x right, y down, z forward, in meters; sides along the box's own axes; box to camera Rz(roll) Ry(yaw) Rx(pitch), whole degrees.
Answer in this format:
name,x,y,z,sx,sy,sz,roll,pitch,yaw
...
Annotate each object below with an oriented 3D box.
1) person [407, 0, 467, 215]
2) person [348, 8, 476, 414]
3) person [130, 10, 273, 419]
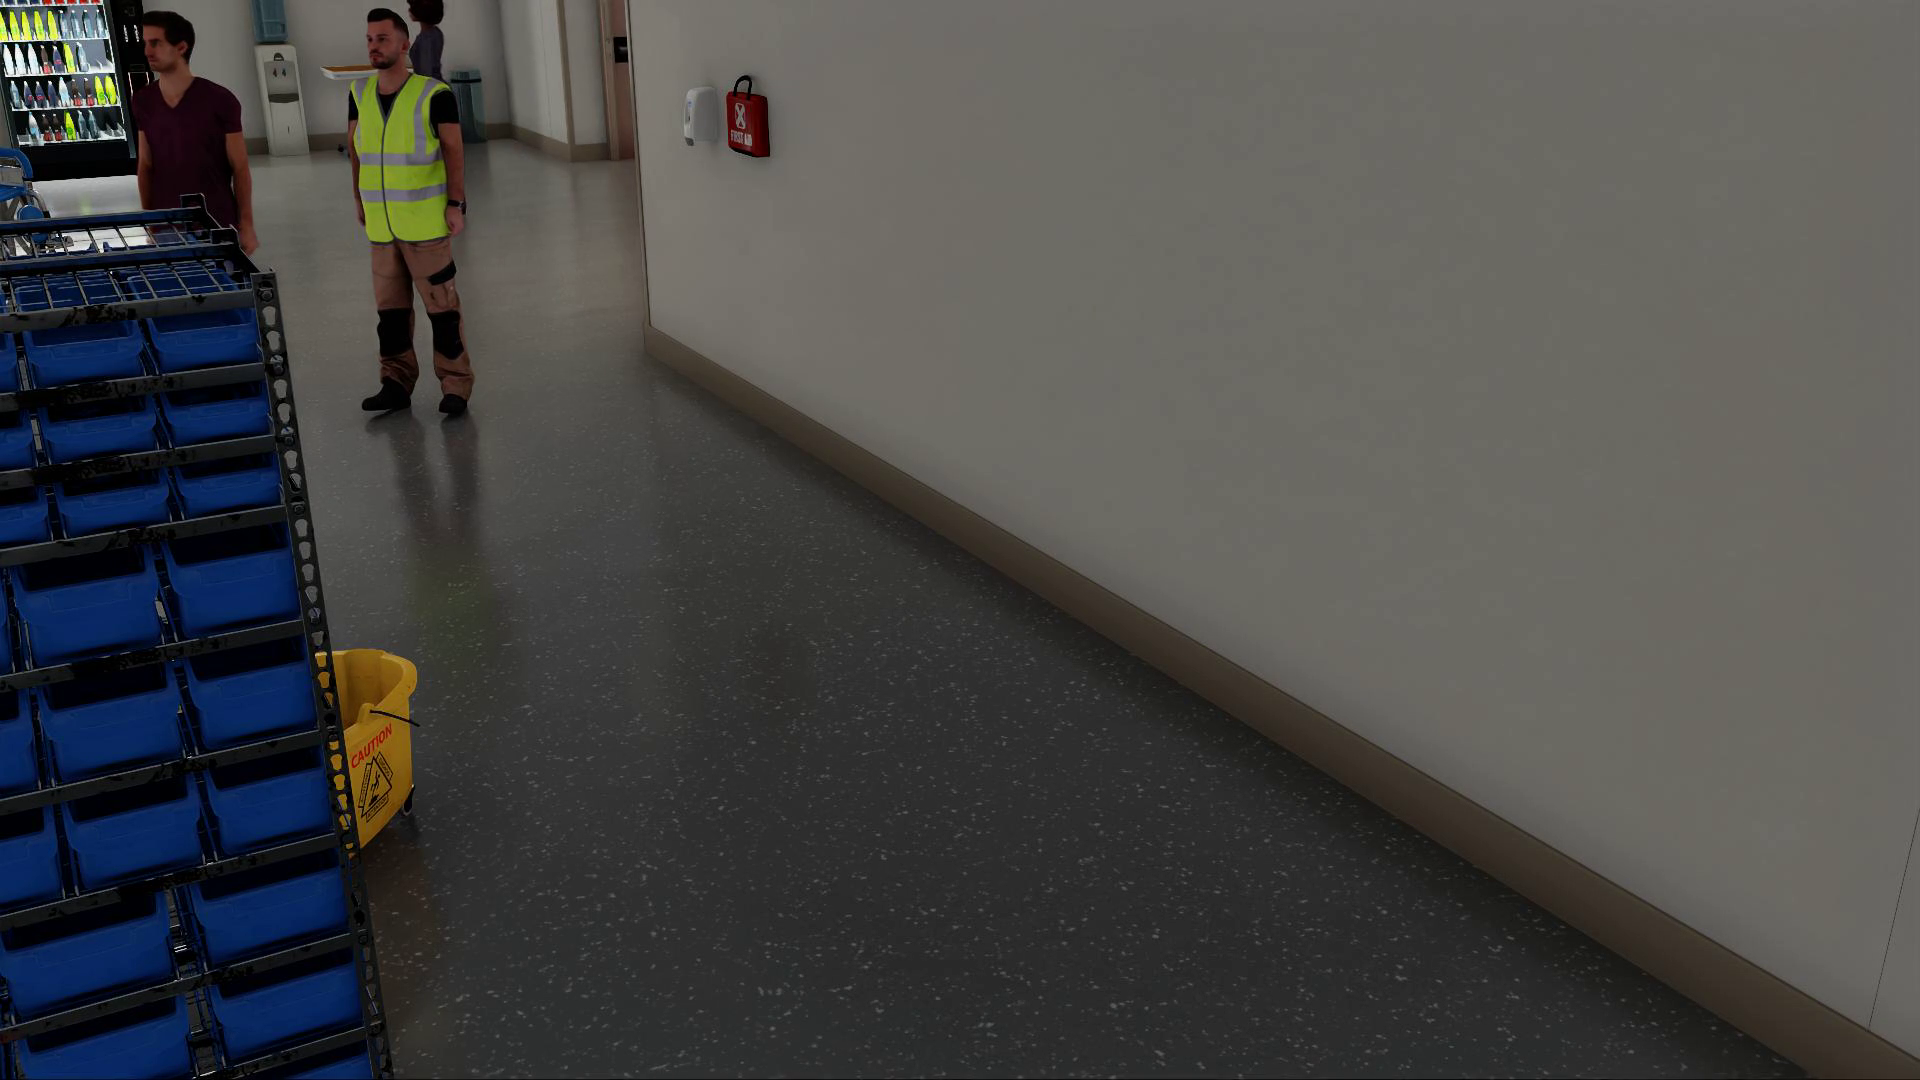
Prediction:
name,x,y,z,sx,sy,sz,roll,pitch,yaw
person,-3.988,-3.331,12.708,0.657,1.711,0.657,-1,21,-3
person,-2.551,-1.496,7.671,0.845,1.847,0.914,3,21,7
person,-3.391,-1.405,7.423,0.694,1.851,0.803,2,21,4
